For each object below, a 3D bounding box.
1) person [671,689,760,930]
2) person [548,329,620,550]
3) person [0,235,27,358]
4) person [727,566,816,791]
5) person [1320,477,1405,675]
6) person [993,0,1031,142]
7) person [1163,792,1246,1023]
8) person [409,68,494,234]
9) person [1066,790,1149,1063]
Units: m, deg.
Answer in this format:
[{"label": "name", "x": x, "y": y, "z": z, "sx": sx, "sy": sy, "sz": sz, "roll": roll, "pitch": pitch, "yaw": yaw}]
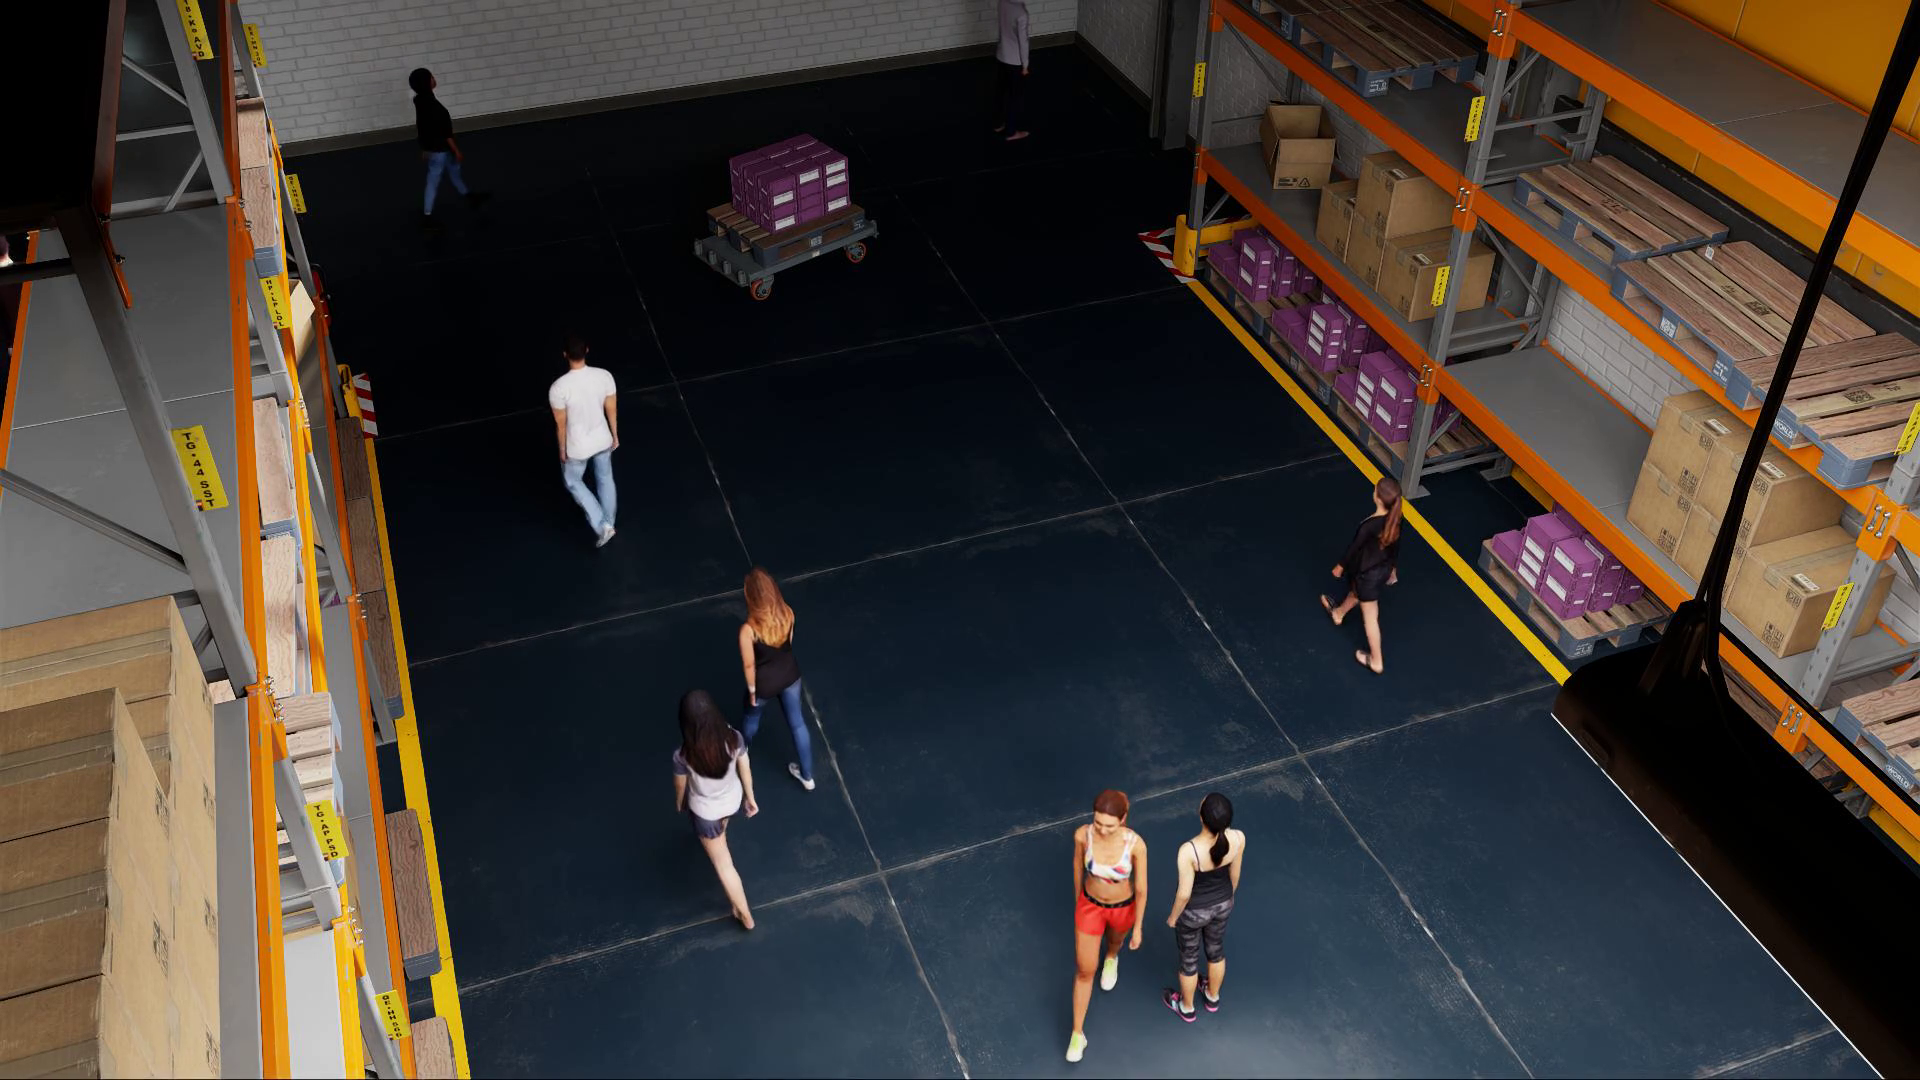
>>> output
[{"label": "person", "x": -1.411, "y": 1.626, "z": 9.800, "sx": 0.792, "sy": 1.654, "sz": 1.180, "roll": -23, "pitch": 44, "yaw": -26}, {"label": "person", "x": -2.787, "y": -0.711, "z": 12.573, "sx": 0.805, "sy": 1.844, "sz": 0.929, "roll": -24, "pitch": 45, "yaw": -27}, {"label": "person", "x": -7.635, "y": -1.697, "z": 13.810, "sx": 0.839, "sy": 1.841, "sz": 1.076, "roll": -23, "pitch": 44, "yaw": -26}, {"label": "person", "x": -1.146, "y": 0.950, "z": 10.624, "sx": 0.797, "sy": 1.680, "sz": 1.075, "roll": -27, "pitch": 46, "yaw": -30}, {"label": "person", "x": 2.923, "y": 0.271, "z": 11.601, "sx": 0.682, "sy": 1.522, "sz": 1.045, "roll": -22, "pitch": 43, "yaw": -25}, {"label": "person", "x": 0.561, "y": -5.351, "z": 18.382, "sx": 0.773, "sy": 1.846, "sz": 0.585, "roll": -22, "pitch": 44, "yaw": -25}, {"label": "person", "x": 1.354, "y": 2.040, "z": 9.221, "sx": 0.576, "sy": 1.728, "sz": 0.532, "roll": -15, "pitch": 41, "yaw": -18}, {"label": "person", "x": -5.317, "y": -3.855, "z": 16.651, "sx": 0.876, "sy": 1.668, "sz": 1.122, "roll": -27, "pitch": 46, "yaw": -30}, {"label": "person", "x": 0.849, "y": 1.990, "z": 9.266, "sx": 0.962, "sy": 1.750, "sz": 1.171, "roll": 8, "pitch": 39, "yaw": 9}]
